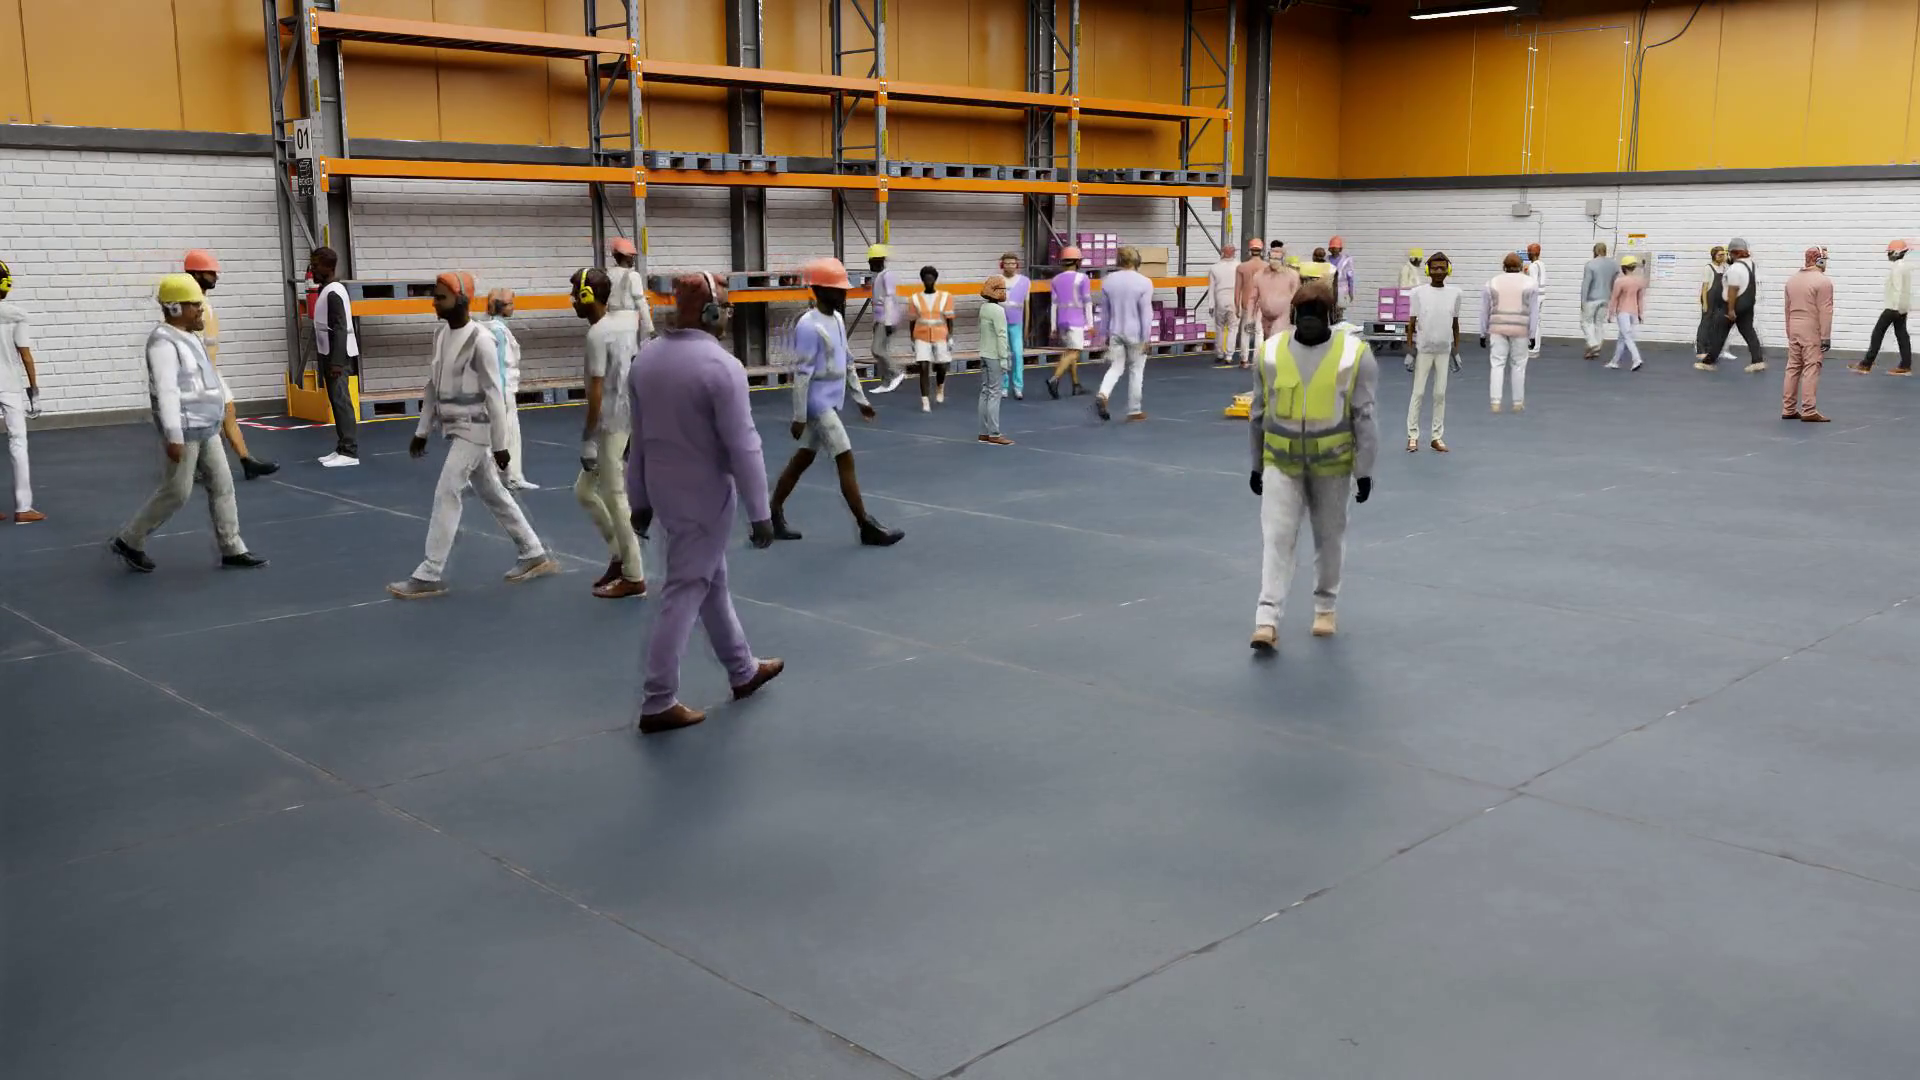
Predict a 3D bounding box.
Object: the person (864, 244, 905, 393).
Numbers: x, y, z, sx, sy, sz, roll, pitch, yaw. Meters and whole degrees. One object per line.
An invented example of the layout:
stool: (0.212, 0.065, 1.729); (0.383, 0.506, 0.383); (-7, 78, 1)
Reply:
person: (-1.010, -2.812, 21.232); (0.420, 1.908, 0.615); (-4, 11, -19)

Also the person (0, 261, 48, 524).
person: (-6.736, -1.029, 11.663); (0.519, 1.860, 0.330); (-1, 10, -5)

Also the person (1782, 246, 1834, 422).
person: (9.273, -2.242, 18.134); (0.410, 1.909, 0.642); (-2, 11, -12)

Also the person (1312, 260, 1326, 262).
person: (6.036, -4.006, 28.426); (0.594, 1.653, 0.695); (2, 11, 9)

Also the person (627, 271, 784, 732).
person: (-1.009, -0.175, 6.950); (0.963, 1.865, 0.665); (-10, 15, -44)

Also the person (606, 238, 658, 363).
person: (-3.829, -2.444, 19.047); (1.069, 1.992, 0.614); (-10, 14, -43)

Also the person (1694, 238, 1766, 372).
person: (11.576, -3.522, 24.752); (0.686, 2.000, 1.008); (-7, 13, -34)

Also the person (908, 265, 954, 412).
person: (-0.337, -2.328, 19.207); (0.544, 1.681, 0.591); (0, 10, -1)

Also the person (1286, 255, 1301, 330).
person: (5.298, -3.710, 26.704); (0.509, 1.687, 0.881); (-3, 11, -15)

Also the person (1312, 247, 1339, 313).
person: (5.845, -3.853, 27.175); (0.639, 1.824, 0.446); (2, 11, 10)

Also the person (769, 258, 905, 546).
person: (-0.897, -0.891, 10.878); (1.034, 1.887, 0.554); (2, 11, 10)

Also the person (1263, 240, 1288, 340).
person: (5.599, -4.365, 29.608); (0.644, 1.942, 0.464); (3, 11, 16)

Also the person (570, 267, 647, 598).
person: (-1.967, -0.587, 9.277); (0.463, 1.843, 0.675); (0, 10, -2)

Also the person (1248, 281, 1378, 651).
person: (1.711, -0.359, 8.176); (0.649, 1.798, 0.877); (4, 11, 20)

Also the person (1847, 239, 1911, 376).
person: (13.465, -3.380, 24.196); (0.935, 1.951, 0.642); (9, 14, 42)

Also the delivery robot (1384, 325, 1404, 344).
delivery robot: (7.520, -3.665, 29.327); (0.707, 0.478, 0.477); (-1, 10, -4)

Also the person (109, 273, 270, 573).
person: (-4.674, -0.687, 9.943); (0.830, 1.808, 0.594); (-1, 10, -6)

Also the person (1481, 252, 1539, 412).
person: (6.318, -2.386, 19.122); (0.626, 1.845, 0.429); (5, 11, 23)

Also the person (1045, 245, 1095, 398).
person: (1.349, -2.714, 20.730); (0.554, 1.914, 0.890); (9, 14, 42)

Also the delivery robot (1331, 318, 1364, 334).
delivery robot: (6.794, -3.687, 29.448); (0.707, 0.478, 0.477); (1, 10, 6)

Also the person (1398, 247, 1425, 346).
person: (8.277, -4.449, 30.444); (0.458, 1.802, 0.655); (8, 13, 37)

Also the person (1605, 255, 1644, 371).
person: (10.052, -3.413, 25.000); (0.530, 1.732, 0.873); (-4, 11, -21)

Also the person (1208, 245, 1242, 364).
person: (4.273, -3.726, 26.356); (0.649, 1.856, 0.958); (3, 11, 17)

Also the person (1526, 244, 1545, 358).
person: (9.495, -3.956, 27.549); (0.359, 1.882, 0.575); (7, 12, 33)

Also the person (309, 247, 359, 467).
person: (-5.503, -1.610, 14.658); (0.377, 1.916, 0.600); (-5, 11, -25)

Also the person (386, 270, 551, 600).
person: (-2.790, -0.610, 9.471); (1.007, 1.837, 0.571); (-8, 13, -36)

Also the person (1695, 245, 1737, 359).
person: (12.562, -3.947, 27.453); (0.603, 1.903, 0.625); (-7, 13, -34)

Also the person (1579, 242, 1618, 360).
person: (10.329, -3.862, 26.957); (0.661, 1.912, 0.436); (-3, 11, -14)

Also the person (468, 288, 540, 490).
person: (-3.668, -1.171, 13.090); (0.564, 1.620, 0.518); (-3, 11, -16)

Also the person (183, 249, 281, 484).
person: (-6.084, -1.393, 13.514); (0.953, 1.893, 0.552); (0, 10, -2)

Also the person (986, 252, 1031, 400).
person: (0.591, -2.622, 20.471); (0.570, 1.809, 0.854); (0, 10, 0)

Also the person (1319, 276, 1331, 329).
person: (3.812, -2.071, 17.992); (0.659, 1.610, 0.503); (-2, 11, -9)

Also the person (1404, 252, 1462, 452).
person: (4.436, -1.753, 15.575); (0.535, 1.868, 0.309); (0, 10, 0)

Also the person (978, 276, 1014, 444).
person: (0.336, -1.744, 16.166); (0.278, 1.633, 0.507); (-4, 11, -22)

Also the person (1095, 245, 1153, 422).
person: (1.759, -2.196, 17.867); (0.640, 1.917, 0.765); (7, 13, 35)

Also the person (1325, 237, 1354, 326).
person: (6.911, -4.578, 30.704); (0.642, 1.984, 0.877); (5, 11, 25)

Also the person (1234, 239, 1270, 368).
person: (4.482, -3.552, 25.145); (0.642, 1.955, 0.919); (3, 11, 14)

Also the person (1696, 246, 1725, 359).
person: (12.305, -3.874, 27.201); (0.505, 1.846, 0.347); (-7, 13, -35)

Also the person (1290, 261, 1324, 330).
person: (3.575, -2.005, 17.262); (0.383, 1.749, 0.518); (1, 10, 3)

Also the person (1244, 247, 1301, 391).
person: (3.998, -2.811, 21.341); (0.792, 1.862, 0.628); (-9, 14, -41)

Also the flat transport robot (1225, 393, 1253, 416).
flat transport robot: (3.546, -1.562, 18.893); (0.652, 0.197, 1.431); (5, 12, 26)
